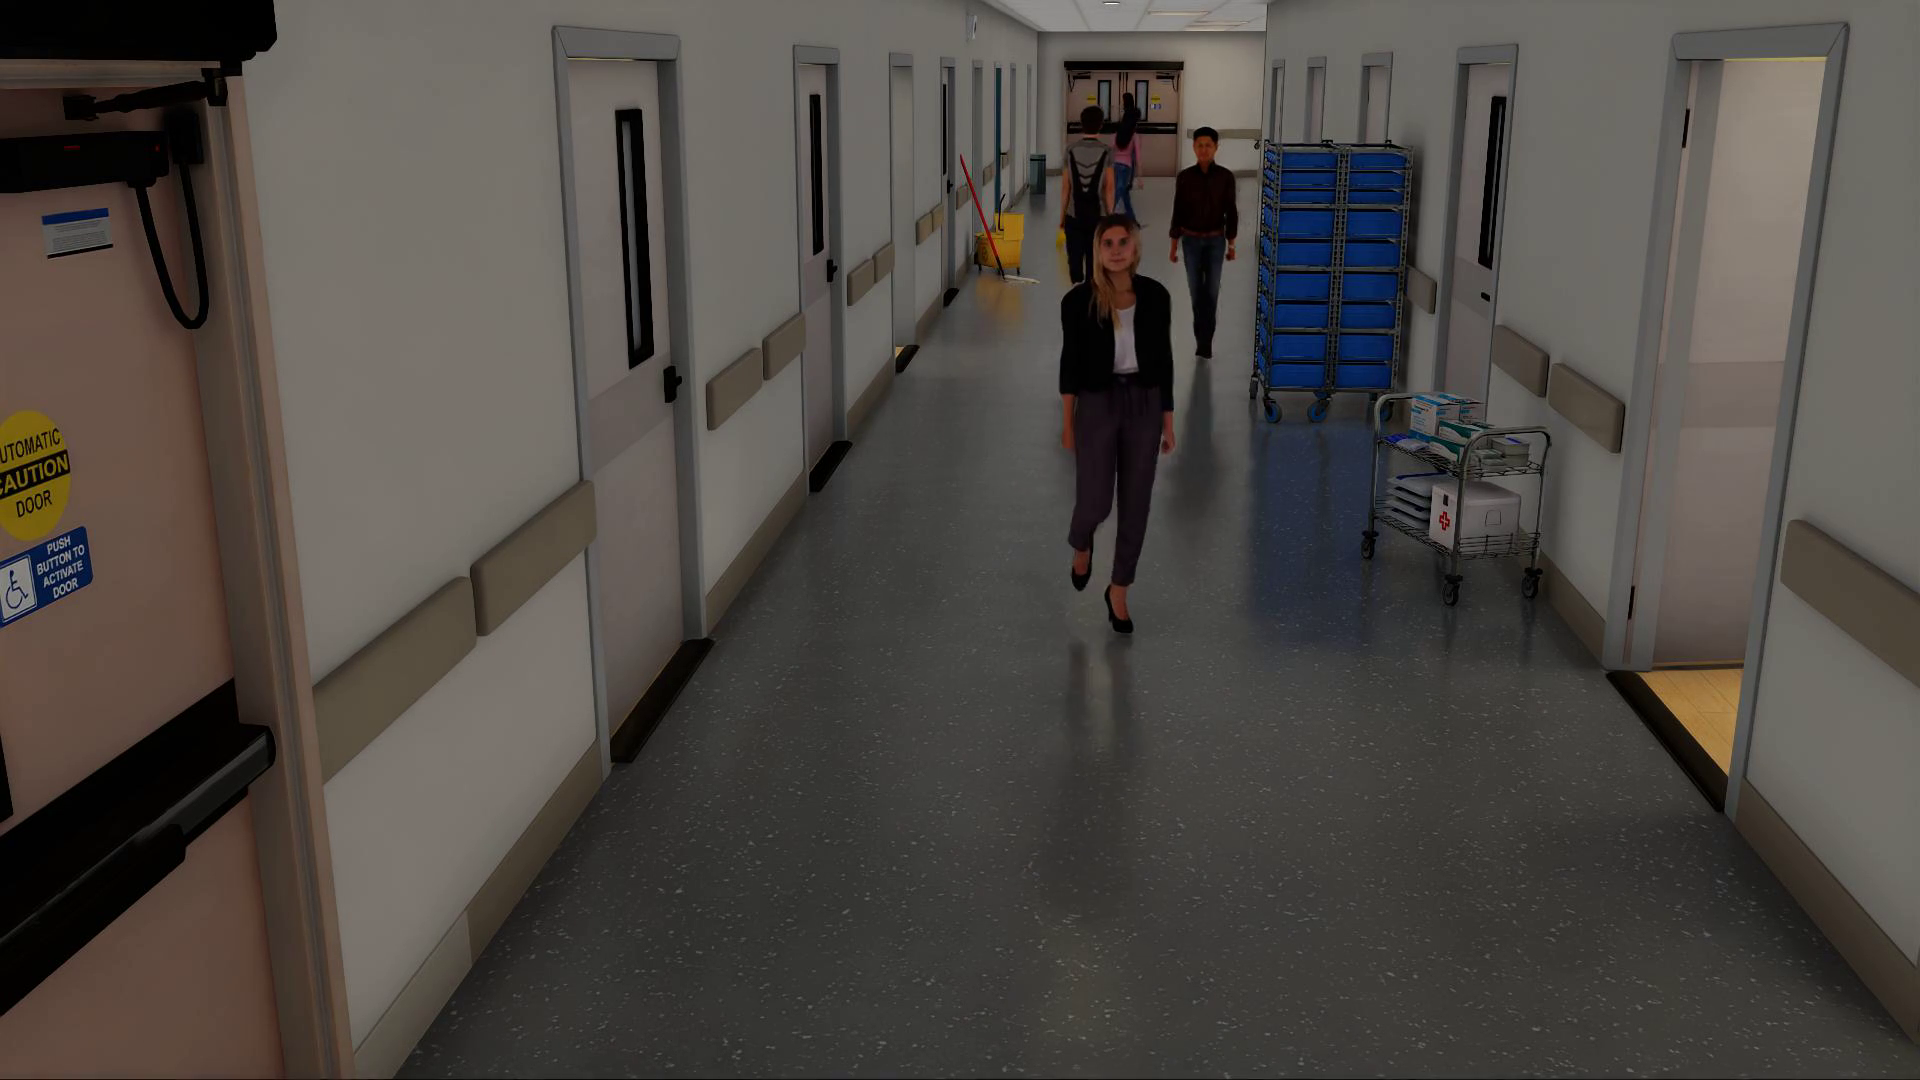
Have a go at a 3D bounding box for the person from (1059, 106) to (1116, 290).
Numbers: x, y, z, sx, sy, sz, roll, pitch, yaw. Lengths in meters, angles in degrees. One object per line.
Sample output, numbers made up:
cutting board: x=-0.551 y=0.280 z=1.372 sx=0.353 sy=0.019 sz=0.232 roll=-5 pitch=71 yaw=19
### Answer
person: x=1.123 y=-2.870 z=14.756 sx=0.636 sy=1.875 sz=0.987 roll=2 pitch=16 yaw=6

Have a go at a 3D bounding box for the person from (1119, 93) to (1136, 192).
person: x=3.098 y=-7.380 z=30.869 sx=0.700 sy=1.797 sz=0.595 roll=12 pitch=20 yaw=38

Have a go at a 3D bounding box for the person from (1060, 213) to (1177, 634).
person: x=0.596 y=-0.459 z=6.606 sx=0.718 sy=1.657 sz=0.801 roll=-4 pitch=16 yaw=-13

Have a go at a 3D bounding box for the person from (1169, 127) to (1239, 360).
person: x=1.895 y=-2.295 z=12.929 sx=0.714 sy=1.761 sz=0.790 roll=4 pitch=16 yaw=13

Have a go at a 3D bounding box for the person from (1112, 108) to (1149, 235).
person: x=2.063 y=-4.804 z=21.981 sx=1.096 sy=1.678 sz=1.180 roll=15 pitch=22 yaw=42
